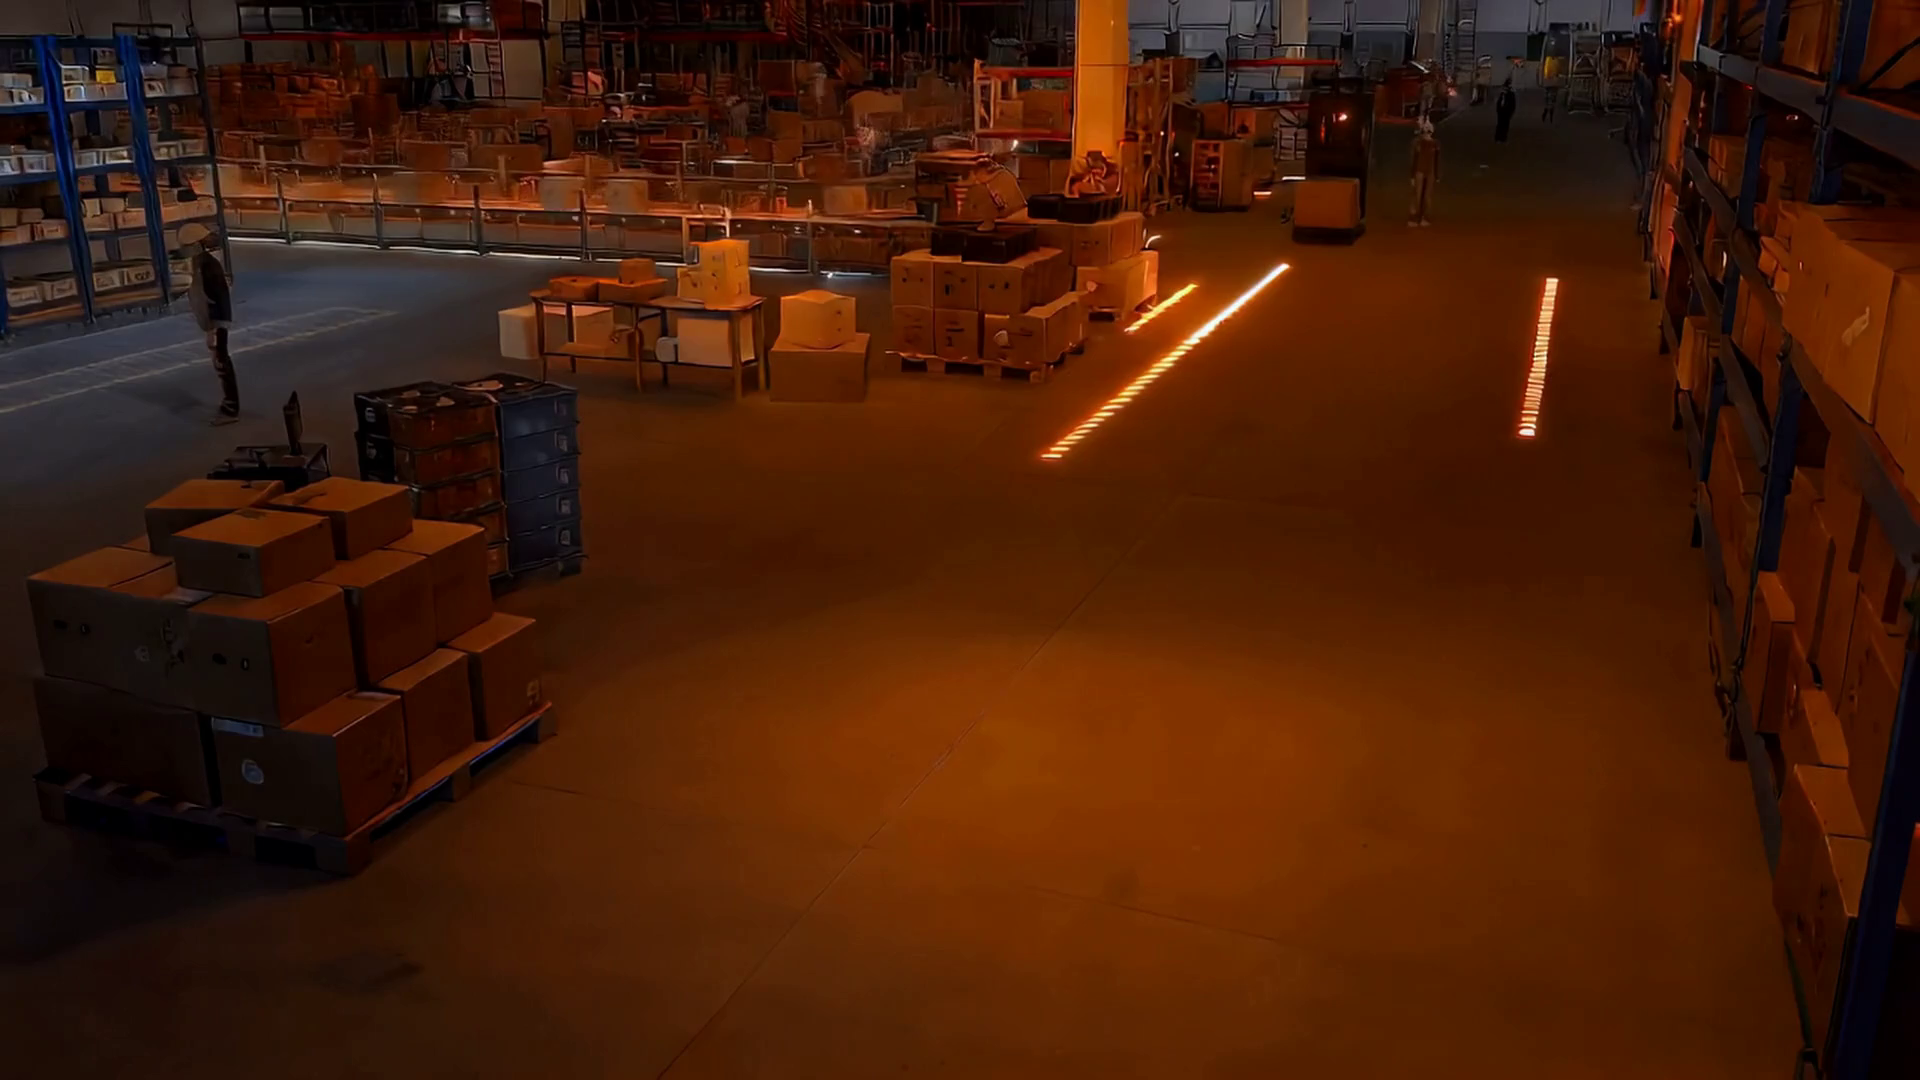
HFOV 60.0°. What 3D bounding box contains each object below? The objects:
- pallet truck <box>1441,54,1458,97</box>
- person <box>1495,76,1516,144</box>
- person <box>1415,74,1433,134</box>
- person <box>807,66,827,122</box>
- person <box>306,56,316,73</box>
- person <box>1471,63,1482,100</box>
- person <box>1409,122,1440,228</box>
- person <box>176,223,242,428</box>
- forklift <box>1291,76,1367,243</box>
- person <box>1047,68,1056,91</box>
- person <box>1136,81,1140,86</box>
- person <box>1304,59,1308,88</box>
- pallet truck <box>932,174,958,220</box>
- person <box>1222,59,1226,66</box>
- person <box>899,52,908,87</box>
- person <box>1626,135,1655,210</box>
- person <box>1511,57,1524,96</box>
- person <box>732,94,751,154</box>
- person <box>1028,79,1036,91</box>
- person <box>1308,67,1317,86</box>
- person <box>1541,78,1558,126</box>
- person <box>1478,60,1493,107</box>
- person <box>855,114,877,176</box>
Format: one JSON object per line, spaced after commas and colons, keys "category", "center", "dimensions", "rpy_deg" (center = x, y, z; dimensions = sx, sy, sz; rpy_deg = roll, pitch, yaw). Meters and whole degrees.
{"category": "pallet truck", "center": [22.765, -21.886, 78.355], "dimensions": [0.823, 1.965, 1.885], "rpy_deg": [-4, 18, -14]}
{"category": "person", "center": [16.639, -13.092, 50.655], "dimensions": [0.688, 2.000, 0.539], "rpy_deg": [-15, 23, -39]}
{"category": "person", "center": [15.292, -14.355, 54.793], "dimensions": [0.373, 1.934, 0.551], "rpy_deg": [-8, 19, -24]}
{"category": "person", "center": [-5.170, -16.179, 60.425], "dimensions": [0.647, 1.990, 1.010], "rpy_deg": [-17, 24, -42]}
{"category": "person", "center": [-30.360, -21.679, 77.890], "dimensions": [0.356, 1.884, 0.574], "rpy_deg": [5, 18, 17]}
{"category": "person", "center": [23.636, -20.919, 75.870], "dimensions": [0.552, 1.650, 0.861], "rpy_deg": [2, 18, 6]}
{"category": "person", "center": [8.705, -6.849, 31.205], "dimensions": [0.632, 1.940, 0.372], "rpy_deg": [-7, 19, -21]}
{"category": "person", "center": [-7.291, -2.087, 16.169], "dimensions": [0.406, 1.983, 0.613], "rpy_deg": [-7, 19, -20]}
{"category": "forklift", "center": [6.598, -6.755, 29.381], "dimensions": [1.129, 2.768, 1.873], "rpy_deg": [6, 19, 19]}
{"category": "person", "center": [4.665, -23.508, 83.650], "dimensions": [0.600, 1.873, 0.977], "rpy_deg": [-4, 18, -11]}
{"category": "person", "center": [9.709, -25.473, 89.736], "dimensions": [0.623, 1.926, 0.606], "rpy_deg": [-8, 19, -24]}
{"category": "person", "center": [16.917, -22.790, 81.627], "dimensions": [0.359, 1.730, 0.511], "rpy_deg": [5, 18, 16]}
{"category": "pallet truck", "center": [-0.507, -5.292, 27.348], "dimensions": [0.653, 1.274, 1.630], "rpy_deg": [6, 19, 19]}
{"category": "person", "center": [12.175, -21.153, 76.380], "dimensions": [0.949, 1.792, 0.640], "rpy_deg": [-7, 19, -20]}
{"category": "person", "center": [-2.968, -24.725, 87.531], "dimensions": [0.429, 1.845, 0.625], "rpy_deg": [0, 18, 0]}
{"category": "person", "center": [14.093, -7.508, 33.855], "dimensions": [0.894, 1.580, 0.518], "rpy_deg": [1, 18, 4]}
{"category": "person", "center": [26.786, -22.331, 80.080], "dimensions": [0.517, 1.800, 0.926], "rpy_deg": [-1, 18, -2]}
{"category": "person", "center": [-5.988, -11.395, 45.796], "dimensions": [0.533, 1.751, 0.651], "rpy_deg": [4, 18, 14]}
{"category": "person", "center": [2.813, -17.389, 64.464], "dimensions": [0.455, 1.849, 0.563], "rpy_deg": [0, 18, 0]}
{"category": "person", "center": [15.605, -20.329, 73.885], "dimensions": [0.743, 1.742, 0.533], "rpy_deg": [2, 18, 5]}
{"category": "person", "center": [20.821, -15.443, 58.638], "dimensions": [0.550, 1.660, 0.783], "rpy_deg": [-2, 18, -6]}
{"category": "person", "center": [22.301, -19.352, 70.530], "dimensions": [0.617, 1.904, 0.572], "rpy_deg": [17, 24, 42]}
{"category": "person", "center": [-2.143, -8.941, 38.199], "dimensions": [0.547, 1.670, 0.435], "rpy_deg": [6, 19, 19]}
